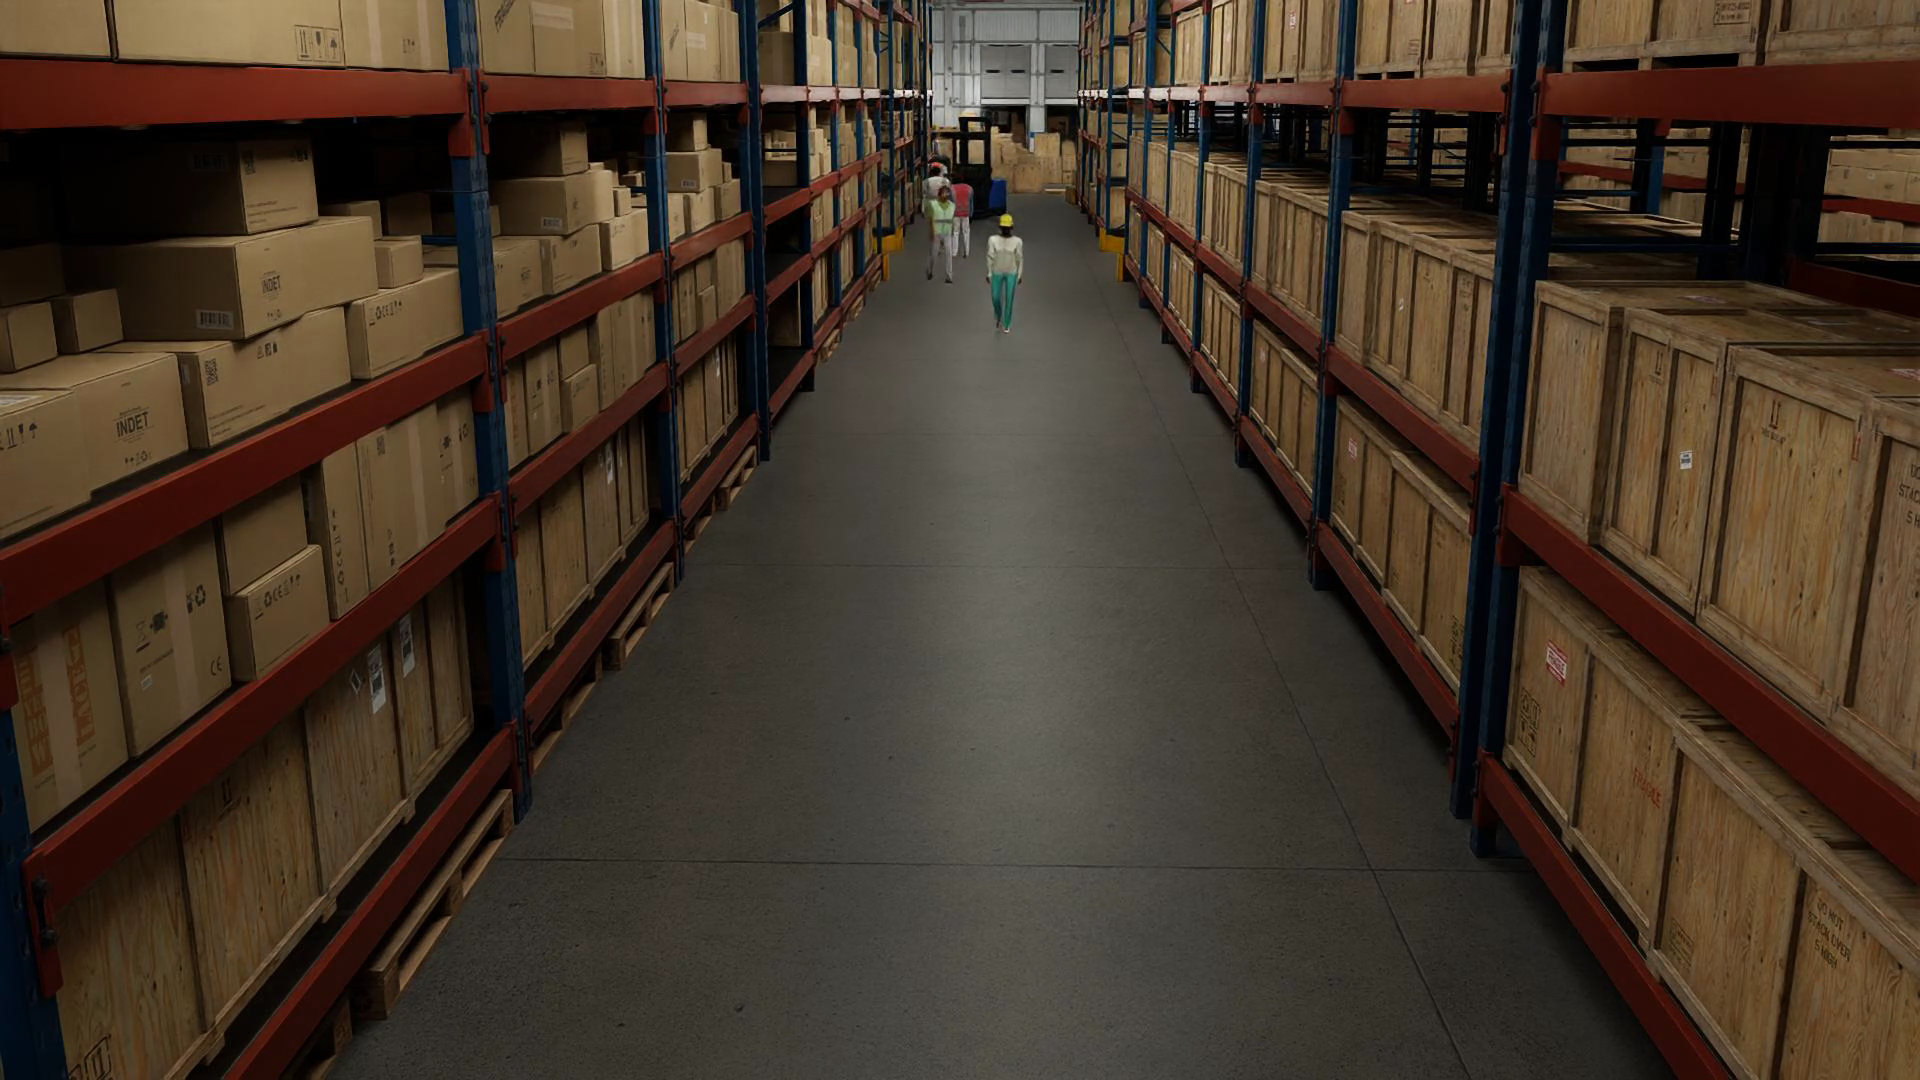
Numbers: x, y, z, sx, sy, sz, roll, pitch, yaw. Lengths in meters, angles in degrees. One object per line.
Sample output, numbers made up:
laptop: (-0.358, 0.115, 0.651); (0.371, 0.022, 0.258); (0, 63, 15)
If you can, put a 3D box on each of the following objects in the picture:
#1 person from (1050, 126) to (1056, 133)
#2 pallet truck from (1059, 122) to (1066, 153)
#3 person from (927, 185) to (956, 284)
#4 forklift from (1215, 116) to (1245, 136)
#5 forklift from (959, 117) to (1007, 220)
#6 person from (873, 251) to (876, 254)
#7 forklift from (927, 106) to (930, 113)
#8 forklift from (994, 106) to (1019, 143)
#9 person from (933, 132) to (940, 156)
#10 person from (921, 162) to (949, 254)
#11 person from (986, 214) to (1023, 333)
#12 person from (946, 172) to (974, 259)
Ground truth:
person: (4.550, -18.905, 79.954); (0.740, 1.923, 0.639); (6, 16, 23)
pallet truck: (5.788, -21.111, 88.014); (1.885, 1.965, 0.823); (5, 16, 18)
person: (-0.363, -5.741, 31.173); (0.568, 1.820, 0.850); (-6, 16, -21)
forklift: (7.788, -10.970, 48.609); (1.129, 2.768, 1.873); (0, 15, 1)
forklift: (0.442, -10.491, 46.824); (1.129, 2.768, 1.873); (9, 17, 30)
person: (-2.162, -6.913, 35.968); (0.882, 1.585, 0.508); (10, 18, 32)
forklift: (-2.001, -20.667, 84.687); (1.129, 2.768, 1.873); (0, 15, 2)
forklift: (2.165, -20.356, 83.529); (1.129, 2.768, 1.873); (-7, 17, -24)
person: (-1.040, -15.940, 68.945); (0.453, 1.904, 0.635); (-1, 15, -4)
person: (-0.551, -7.323, 36.736); (0.630, 1.999, 0.734); (3, 15, 9)
person: (0.658, -3.910, 24.464); (0.553, 1.749, 0.407); (1, 15, 4)
person: (-0.019, -6.922, 35.513); (0.625, 1.846, 0.429); (-6, 16, -20)
